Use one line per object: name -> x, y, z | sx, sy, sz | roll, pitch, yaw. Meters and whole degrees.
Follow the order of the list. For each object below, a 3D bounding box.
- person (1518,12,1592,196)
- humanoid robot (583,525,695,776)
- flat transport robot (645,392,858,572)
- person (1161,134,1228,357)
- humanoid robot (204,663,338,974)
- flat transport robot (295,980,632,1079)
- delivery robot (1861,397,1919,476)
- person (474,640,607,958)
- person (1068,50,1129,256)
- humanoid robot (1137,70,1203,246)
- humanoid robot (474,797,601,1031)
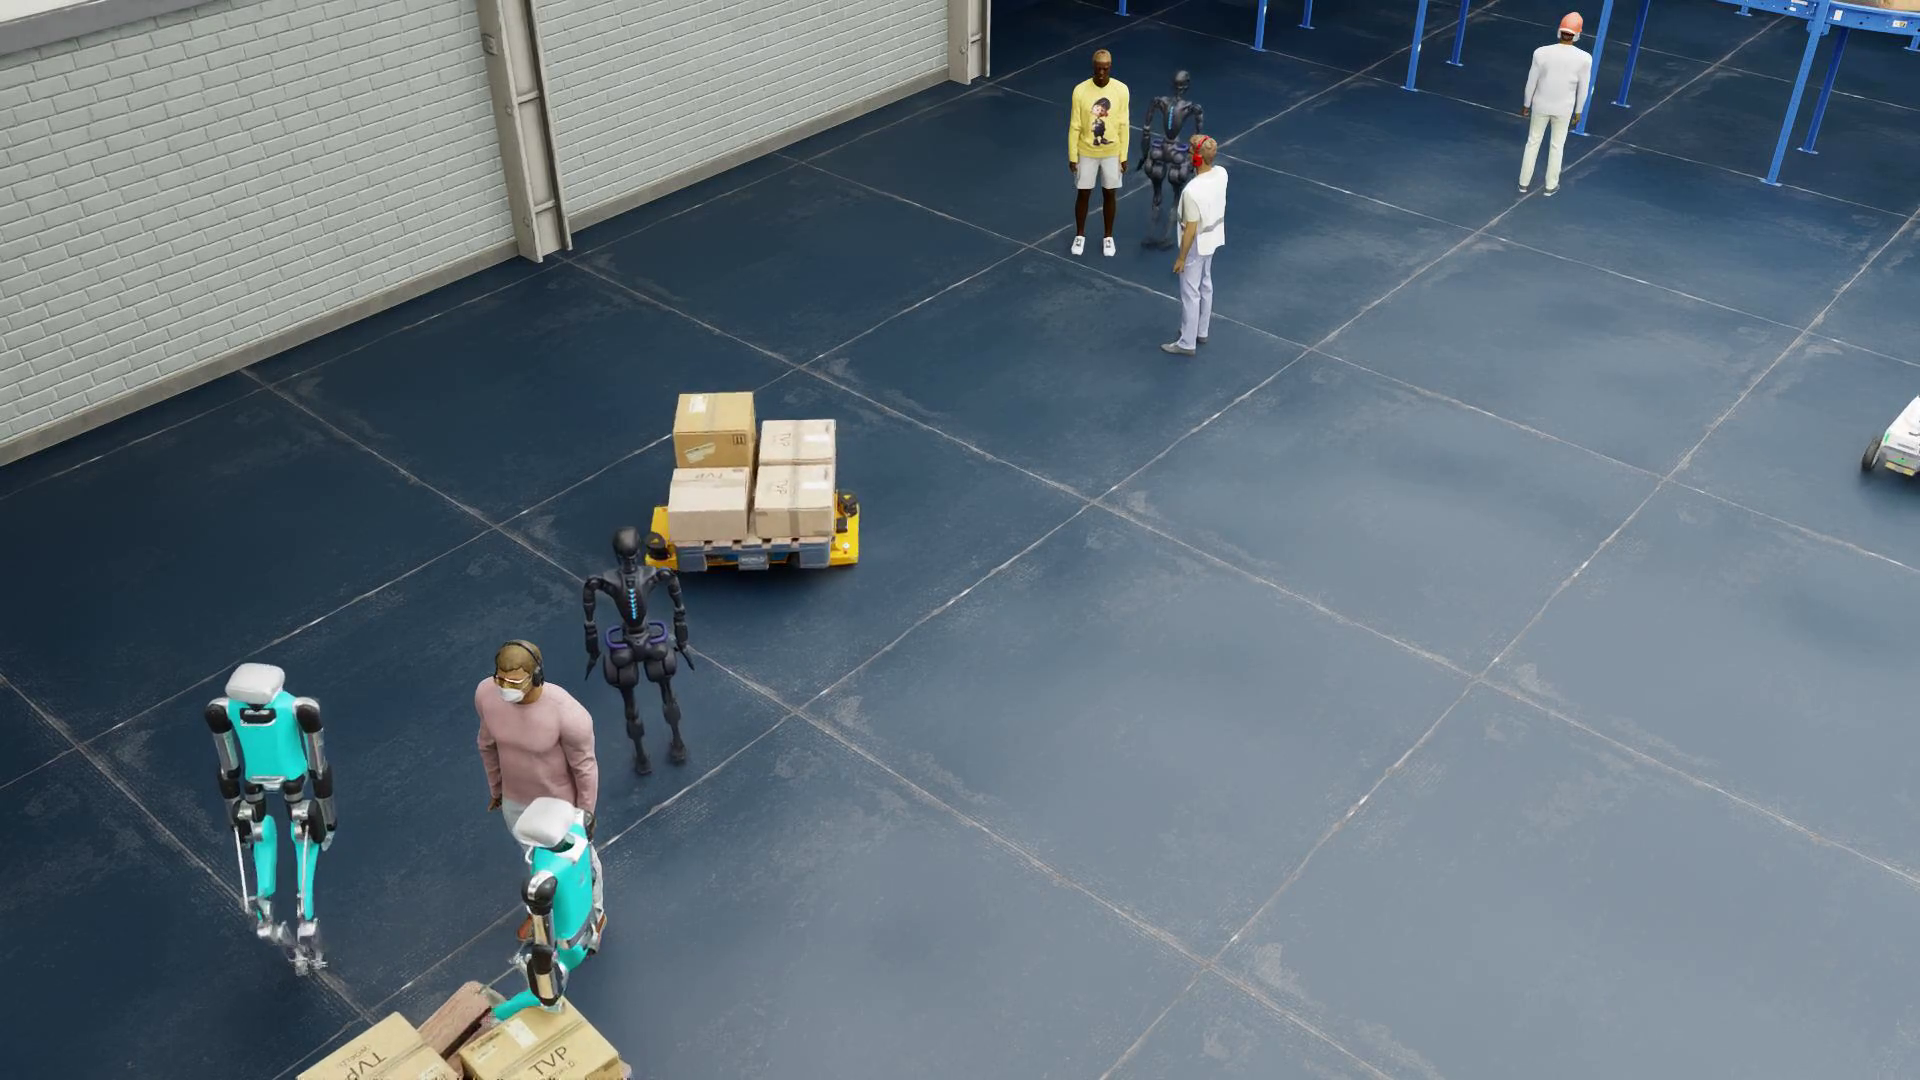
person -> 5.711, -4.193, 15.994 | 0.572, 1.748, 0.341 | 14, 38, 19
humanoid robot -> -1.803, 0.627, 9.292 | 0.613, 1.654, 0.310 | -9, 36, -12
flat transport robot -> -1.422, -0.070, 11.485 | 1.431, 0.231, 0.659 | -2, 35, -2
person -> 1.908, -2.350, 13.327 | 0.383, 1.845, 0.569 | 21, 40, 27
humanoid robot -> -3.301, 1.468, 8.051 | 0.554, 1.755, 0.743 | -2, 36, -3
flat transport robot -> -2.177, 2.791, 7.469 | 1.431, 0.231, 0.659 | 19, 40, 25
delivery robot -> 7.026, -0.754, 12.187 | 0.499, 0.579, 0.759 | 28, 44, 33
person -> -2.050, 1.266, 8.173 | 0.629, 1.940, 0.373 | 12, 37, 16
person -> 1.229, -3.449, 14.838 | 0.538, 1.893, 0.375 | 0, 35, 1
humanoid robot -> 1.868, -3.414, 14.984 | 0.602, 1.659, 0.363 | 14, 38, 19
humanoid robot -> -1.928, 1.857, 7.515 | 0.669, 1.794, 0.546 | 7, 36, 10
